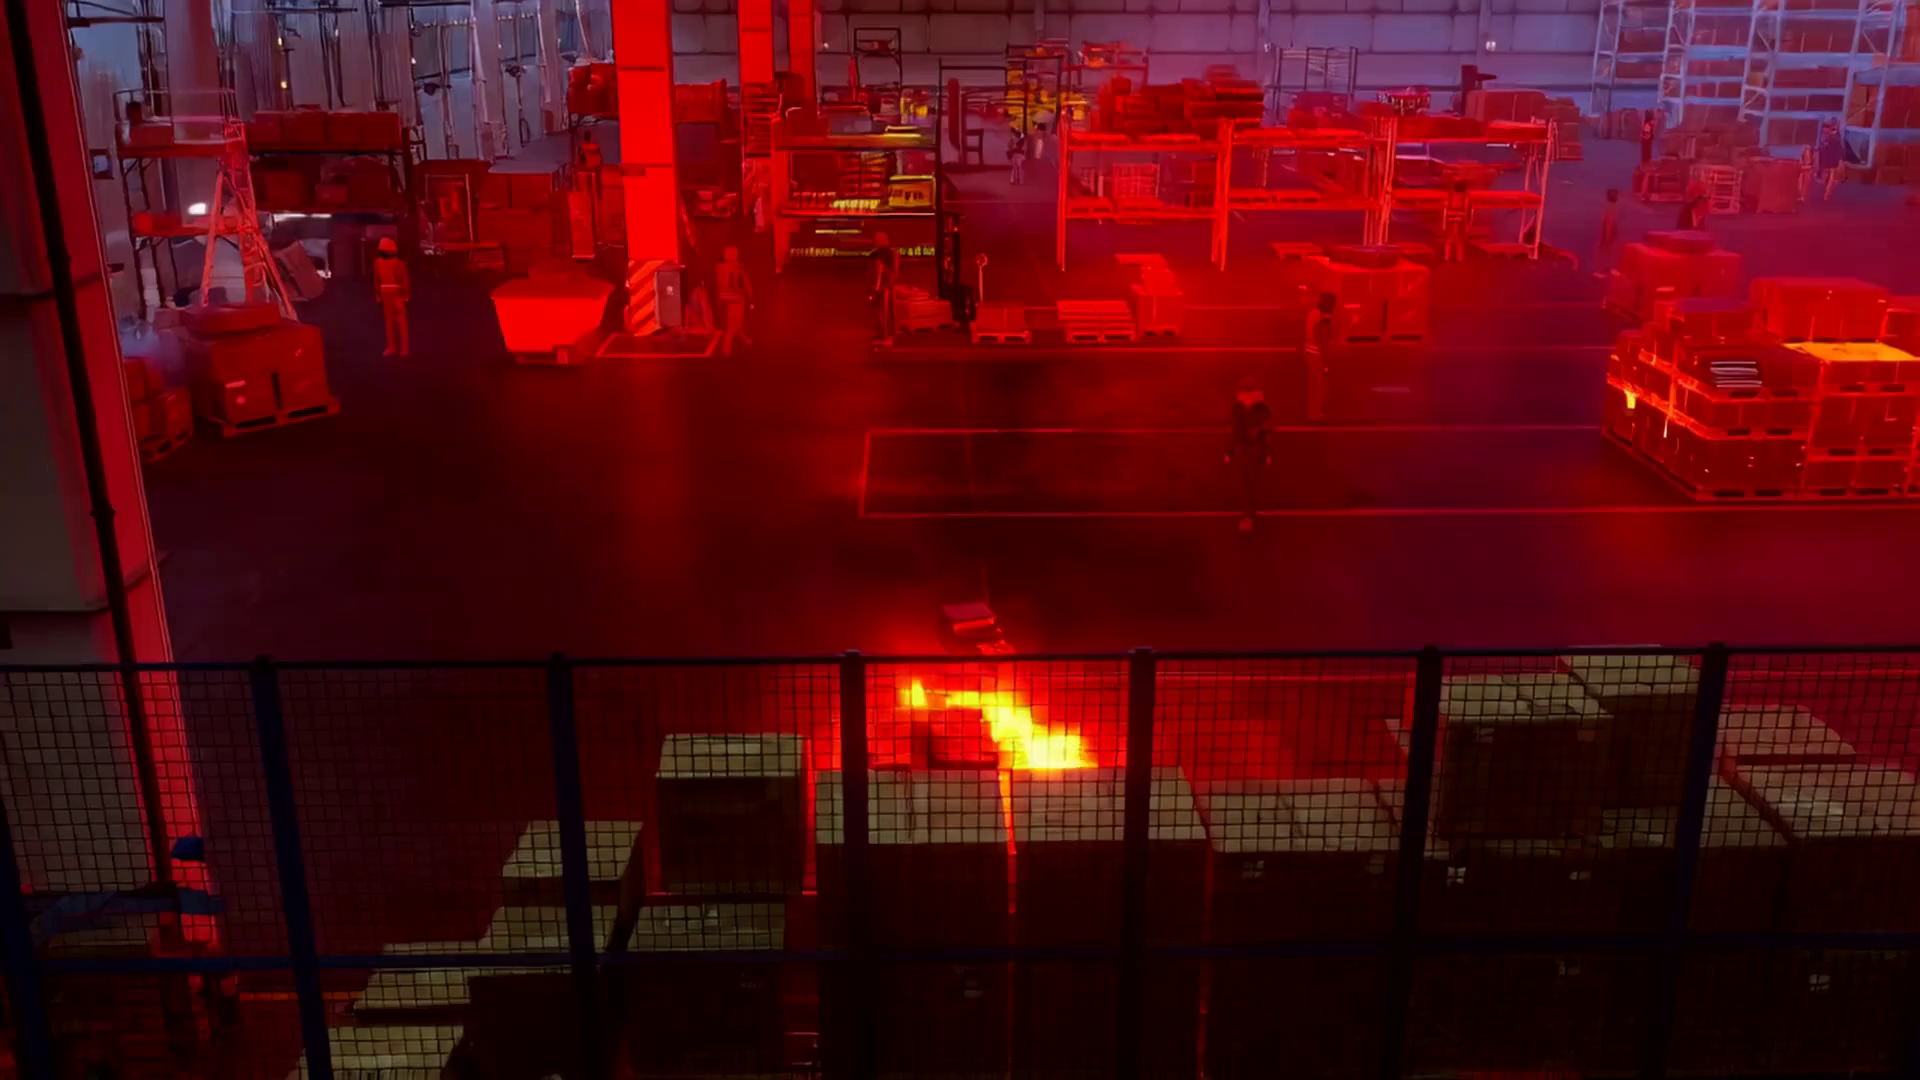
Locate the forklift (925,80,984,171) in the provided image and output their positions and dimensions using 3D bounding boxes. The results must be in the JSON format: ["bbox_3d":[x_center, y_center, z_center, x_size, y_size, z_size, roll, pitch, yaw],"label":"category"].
[{"bbox_3d":[-0.204,-13.247,53.168,1.873,2.768,1.129,-1,19,-3],"label":"forklift"}]

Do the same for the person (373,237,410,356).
[{"bbox_3d":[-9.252,-3.959,27.069,0.553,1.935,0.363,1,19,4],"label":"person"}]

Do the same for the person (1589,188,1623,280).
[{"bbox_3d":[13.243,-6.263,34.038,0.501,1.853,0.644,-11,21,-29],"label":"person"}]

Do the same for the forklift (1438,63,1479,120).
[{"bbox_3d":[19.482,-16.861,63.892,1.873,2.768,1.129,-1,19,-1],"label":"forklift"}]

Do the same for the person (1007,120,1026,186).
[{"bbox_3d":[1.675,-11.523,49.539,0.587,1.919,0.399,7,20,20],"label":"person"}]

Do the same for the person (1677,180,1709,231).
[{"bbox_3d":[15.023,-6.361,34.034,0.671,2.000,0.695,1,19,4],"label":"person"}]

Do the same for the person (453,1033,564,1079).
[{"bbox_3d":[-1.815,2.863,7.017,1.005,1.826,0.642,17,25,40],"label":"person"}]

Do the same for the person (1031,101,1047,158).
[{"bbox_3d":[2.728,-14.146,57.321,0.542,1.923,0.474,-2,19,-5],"label":"person"}]

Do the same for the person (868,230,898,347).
[{"bbox_3d":[-1.301,-4.200,27.784,0.368,1.938,0.632,15,23,37],"label":"person"}]

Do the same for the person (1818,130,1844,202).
[{"bbox_3d":[24.063,-10.339,46.011,0.621,1.937,1.077,12,22,33],"label":"person"}]

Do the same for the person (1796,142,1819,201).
[{"bbox_3d":[23.412,-10.173,45.980,0.547,1.612,0.647,8,20,24],"label":"person"}]

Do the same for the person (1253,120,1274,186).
[{"bbox_3d":[8.992,-11.497,49.430,0.630,1.940,0.372,-4,19,-12],"label":"person"}]

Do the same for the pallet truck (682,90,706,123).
[{"bbox_3d":[-9.671,-15.907,62.421,0.823,1.965,1.885,5,19,15],"label":"pallet truck"}]

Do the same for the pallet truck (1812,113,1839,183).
[{"bbox_3d":[26.403,-11.957,50.702,0.823,1.965,1.885,6,19,16],"label":"pallet truck"}]

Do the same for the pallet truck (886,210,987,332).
[{"bbox_3d":[-0.493,-4.759,29.349,1.885,1.965,0.823,-13,23,-34],"label":"pallet truck"}]

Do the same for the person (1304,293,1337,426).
[{"bbox_3d":[4.971,-2.494,22.914,0.449,1.823,0.642,-1,19,-4],"label":"person"}]

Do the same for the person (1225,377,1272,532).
[{"bbox_3d":[3.184,-0.960,18.506,0.505,1.718,0.661,15,24,38],"label":"person"}]

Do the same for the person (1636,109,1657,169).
[{"bbox_3d":[22.287,-12.997,53.929,0.396,1.911,0.588,-6,20,-18],"label":"person"}]

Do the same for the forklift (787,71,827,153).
[{"bbox_3d":[-5.727,-15.109,58.692,1.873,2.768,1.129,-10,21,-26],"label":"forklift"}]

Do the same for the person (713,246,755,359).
[{"bbox_3d":[-3.659,-3.883,27.076,0.628,1.787,1.000,12,22,31],"label":"person"}]

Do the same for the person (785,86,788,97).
[{"bbox_3d":[-6.983,-17.105,66.178,0.659,1.868,1.046,6,19,16],"label":"person"}]

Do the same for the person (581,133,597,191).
[{"bbox_3d":[-10.661,-10.832,47.834,0.557,1.695,0.356,7,20,21],"label":"person"}]

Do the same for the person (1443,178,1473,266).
[{"bbox_3d":[10.662,-6.816,35.649,0.574,1.876,0.356,9,21,25],"label":"person"}]

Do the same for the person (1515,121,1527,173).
[{"bbox_3d":[17.762,-12.459,52.740,0.514,1.642,0.310,-16,25,-40],"label":"person"}]
